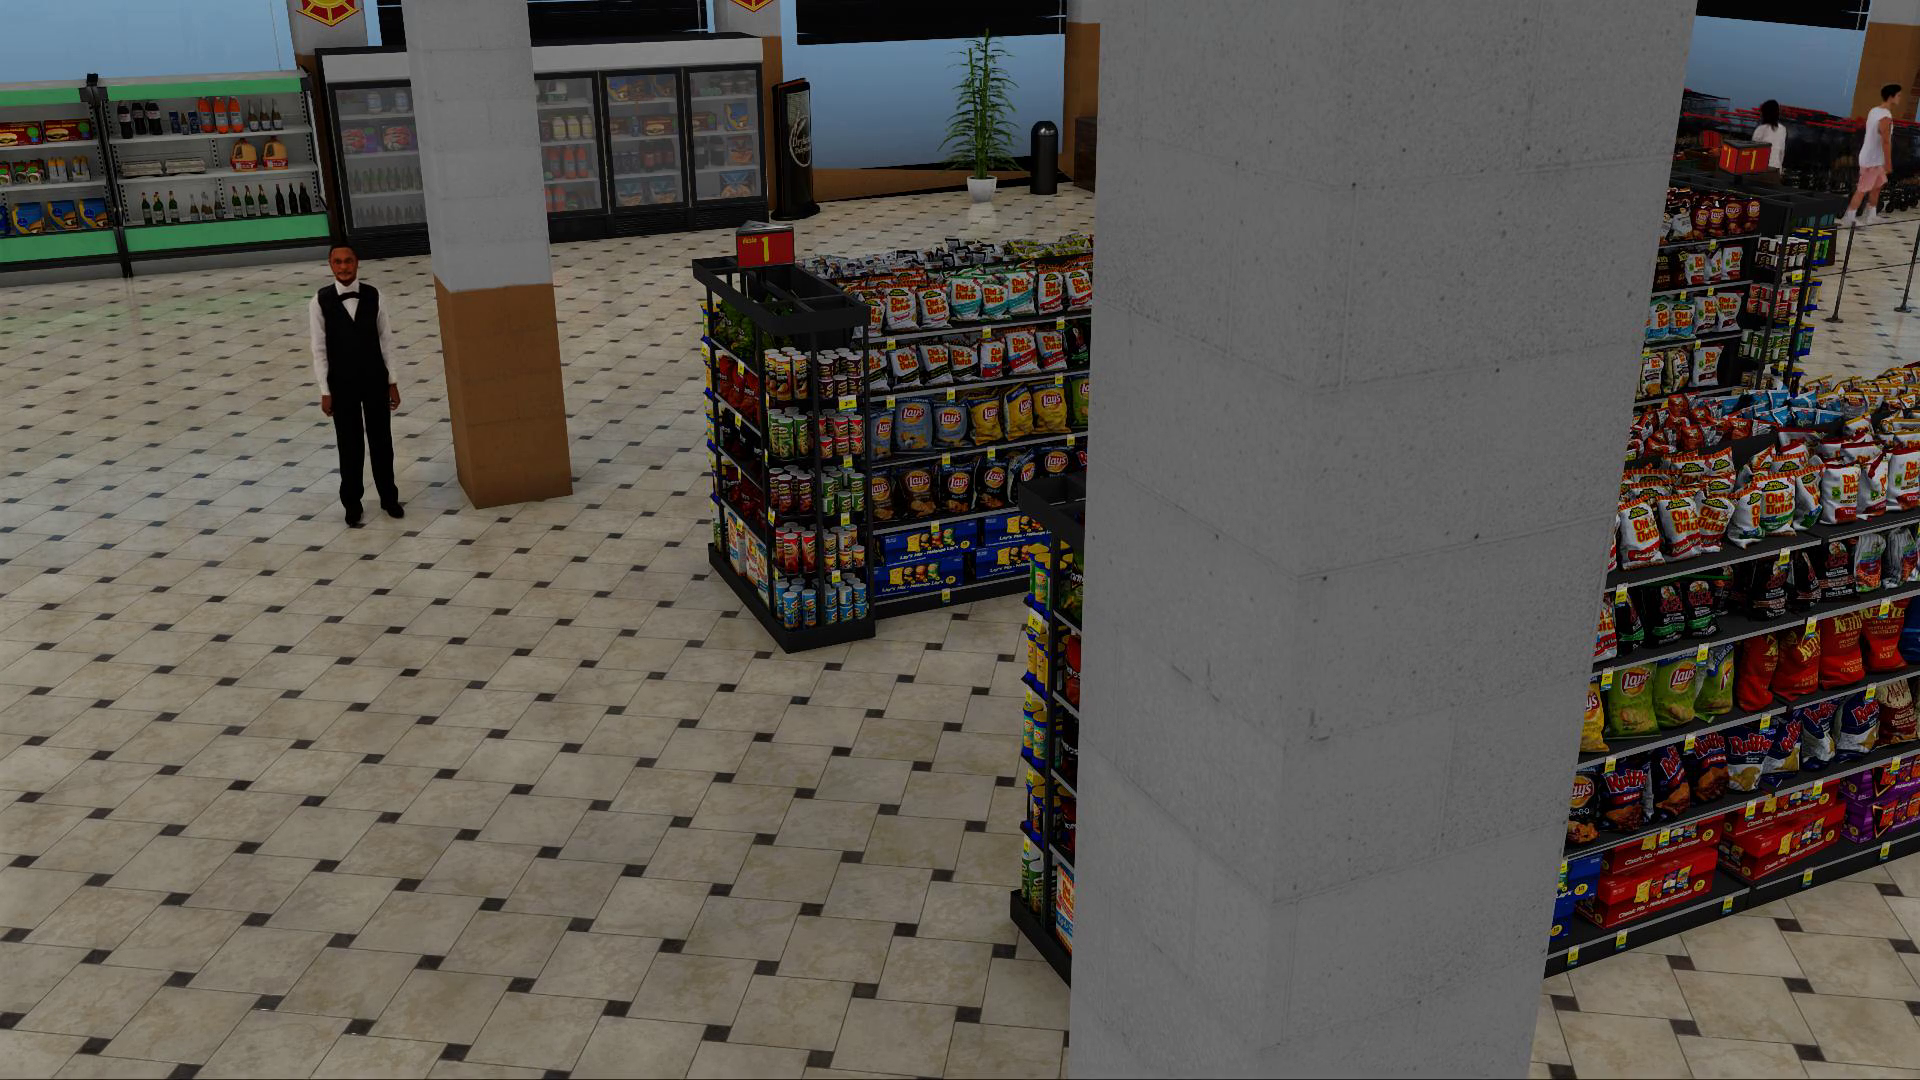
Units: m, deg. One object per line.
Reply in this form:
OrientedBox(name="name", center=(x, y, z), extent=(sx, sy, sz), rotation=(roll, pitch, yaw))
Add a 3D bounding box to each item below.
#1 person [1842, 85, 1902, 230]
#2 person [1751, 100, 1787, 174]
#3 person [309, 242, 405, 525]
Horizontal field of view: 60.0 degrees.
OrientedBox(name="person", center=(11.238, -4.737, 20.644), extent=(0.979, 1.767, 0.912), rotation=(5, 22, 13))
OrientedBox(name="person", center=(9.843, -4.492, 20.276), extent=(0.971, 1.585, 0.653), rotation=(-9, 24, -21))
OrientedBox(name="person", center=(-4.099, -1.075, 11.326), extent=(0.504, 1.919, 0.745), rotation=(-10, 24, -24))
